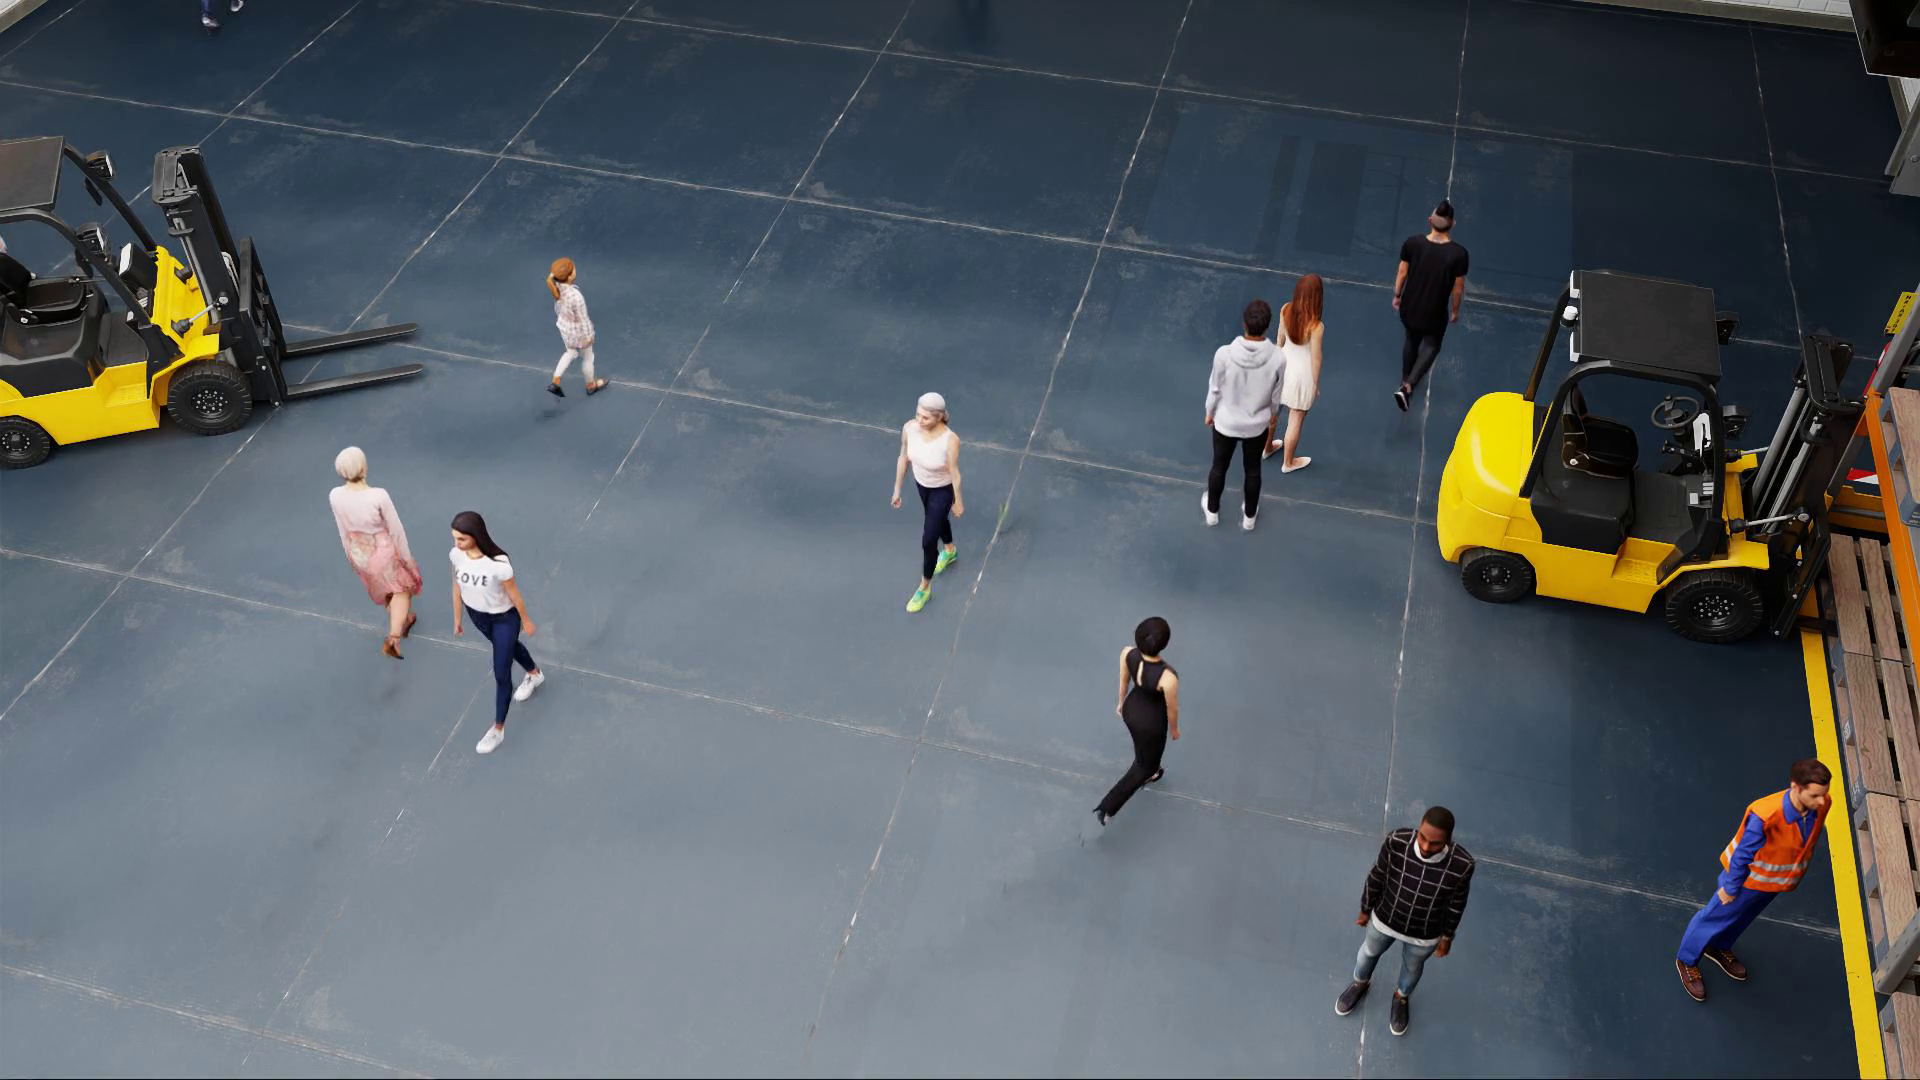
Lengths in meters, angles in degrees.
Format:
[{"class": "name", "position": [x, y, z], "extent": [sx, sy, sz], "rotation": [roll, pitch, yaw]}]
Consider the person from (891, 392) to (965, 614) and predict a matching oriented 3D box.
[{"class": "person", "position": [-0.125, -0.390, 11.483], "extent": [0.844, 1.675, 1.045], "rotation": [30, 51, 27]}]

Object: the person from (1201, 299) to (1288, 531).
[{"class": "person", "position": [2.007, -0.865, 11.798], "extent": [0.720, 1.928, 0.661], "rotation": [4, 44, 4]}]

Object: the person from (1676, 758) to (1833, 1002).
[{"class": "person", "position": [4.335, 1.808, 9.038], "extent": [0.782, 1.864, 0.817], "rotation": [-16, 46, -17]}]

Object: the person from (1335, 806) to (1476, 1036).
[{"class": "person", "position": [2.399, 1.998, 8.871], "extent": [0.702, 1.819, 0.606], "rotation": [18, 46, 18]}]

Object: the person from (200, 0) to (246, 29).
[{"class": "person", "position": [-8.082, -6.234, 17.722], "extent": [0.694, 1.531, 1.087], "rotation": [2, 44, 2]}]

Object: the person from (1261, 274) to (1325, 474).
[{"class": "person", "position": [2.485, -1.246, 12.355], "extent": [0.686, 1.711, 0.648], "rotation": [-30, 51, -28]}]

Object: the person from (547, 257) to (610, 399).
[{"class": "person", "position": [-3.078, -1.625, 13.051], "extent": [0.723, 1.300, 0.858], "rotation": [31, 52, 29]}]

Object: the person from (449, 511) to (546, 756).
[{"class": "person", "position": [-2.896, 0.440, 10.565], "extent": [0.739, 1.739, 1.069], "rotation": [18, 46, 18]}]

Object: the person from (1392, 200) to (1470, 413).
[{"class": "person", "position": [3.576, -1.779, 12.815], "extent": [0.844, 1.849, 1.019], "rotation": [23, 48, 22]}]

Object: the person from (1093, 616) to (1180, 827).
[{"class": "person", "position": [1.066, 1.115, 9.972], "extent": [1.018, 1.579, 0.901], "rotation": [-30, 51, -28]}]

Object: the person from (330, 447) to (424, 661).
[{"class": "person", "position": [-3.853, 0.135, 10.929], "extent": [0.697, 1.678, 0.894], "rotation": [2, 44, 2]}]
